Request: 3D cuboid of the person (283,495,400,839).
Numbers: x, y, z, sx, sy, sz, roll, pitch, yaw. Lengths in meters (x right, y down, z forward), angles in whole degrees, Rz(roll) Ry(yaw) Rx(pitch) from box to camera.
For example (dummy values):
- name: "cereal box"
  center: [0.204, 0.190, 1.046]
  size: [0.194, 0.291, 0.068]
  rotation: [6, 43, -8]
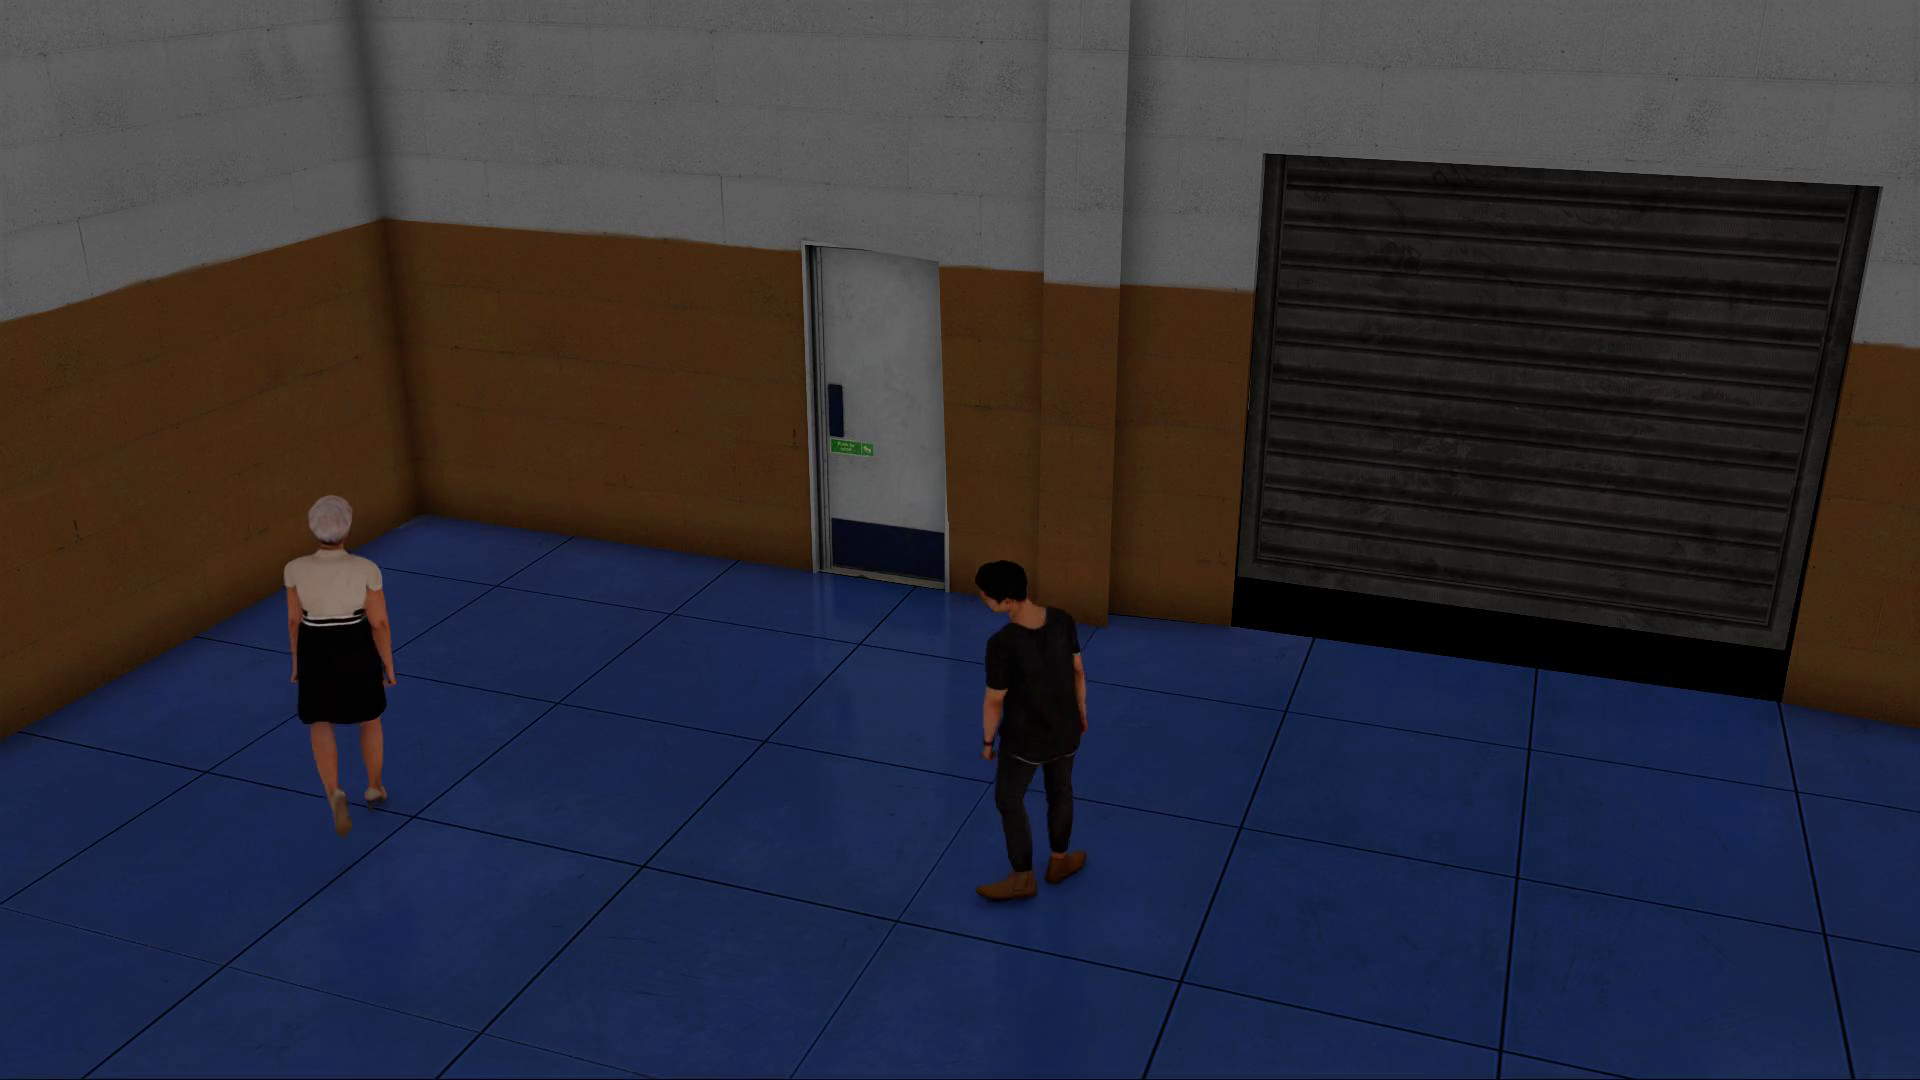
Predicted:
- name: "person"
  center: [-3.027, 0.646, 8.082]
  size: [0.971, 1.738, 0.987]
  rotation: [-5, 22, -13]

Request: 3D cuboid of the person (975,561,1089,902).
- name: "person"
  center: [0.411, 0.852, 7.651]
  size: [0.810, 1.678, 0.863]
  rotation: [-4, 22, -11]
